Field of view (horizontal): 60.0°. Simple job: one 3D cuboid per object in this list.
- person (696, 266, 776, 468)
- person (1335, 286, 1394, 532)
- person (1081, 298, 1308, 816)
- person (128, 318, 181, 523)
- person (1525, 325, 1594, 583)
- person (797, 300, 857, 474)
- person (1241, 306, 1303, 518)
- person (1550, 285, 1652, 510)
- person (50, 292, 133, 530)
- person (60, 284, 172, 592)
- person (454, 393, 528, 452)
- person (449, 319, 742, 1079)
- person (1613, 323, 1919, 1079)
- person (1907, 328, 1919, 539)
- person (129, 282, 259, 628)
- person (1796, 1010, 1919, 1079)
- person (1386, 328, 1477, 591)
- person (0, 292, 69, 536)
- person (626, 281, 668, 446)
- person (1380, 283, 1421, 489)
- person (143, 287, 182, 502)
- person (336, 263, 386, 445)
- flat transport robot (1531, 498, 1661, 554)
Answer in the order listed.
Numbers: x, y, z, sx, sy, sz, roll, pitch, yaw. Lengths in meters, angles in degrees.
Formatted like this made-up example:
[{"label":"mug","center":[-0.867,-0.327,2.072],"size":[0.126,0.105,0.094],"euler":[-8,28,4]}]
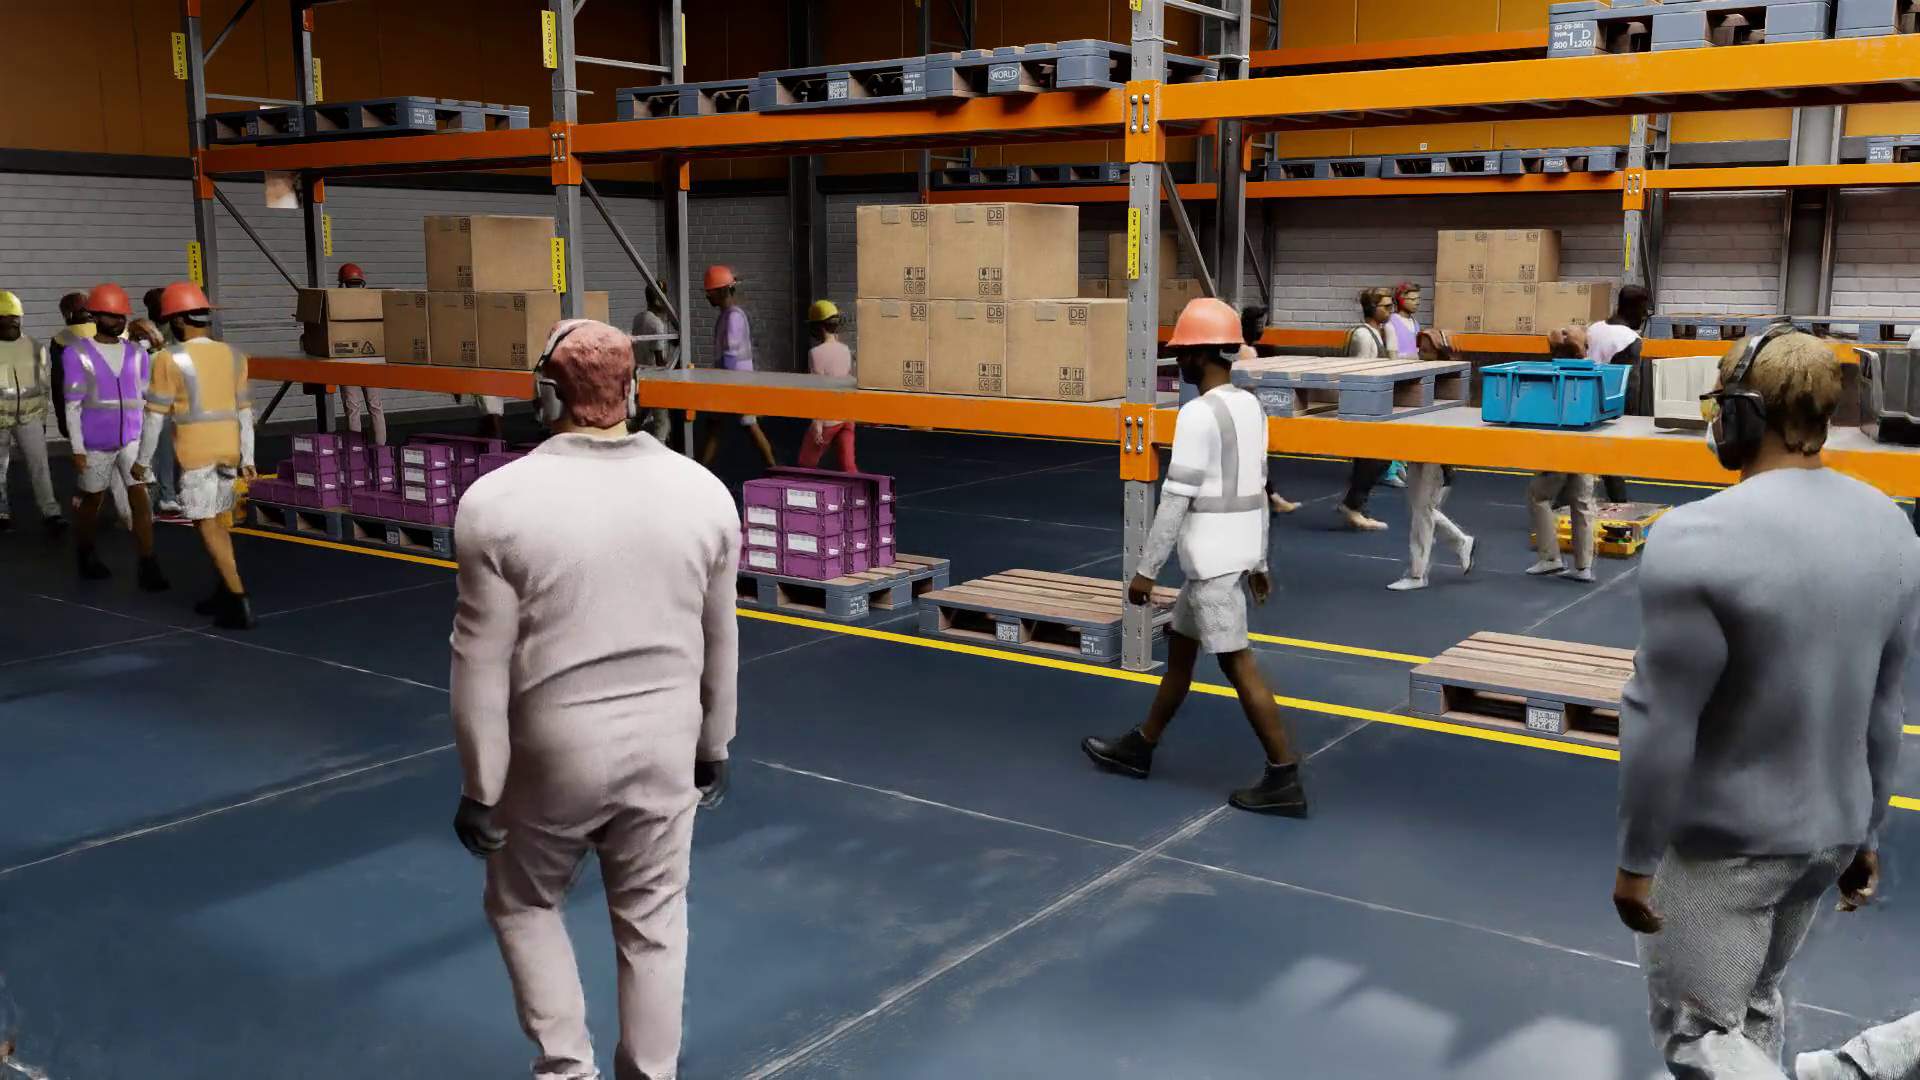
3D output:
[{"label":"person","center":[-1.994,-1.322,14.103],"size":[1.092,1.969,0.625],"euler":[-3,10,-16]},{"label":"person","center":[3.058,-0.958,12.350],"size":[0.400,1.835,0.537],"euler":[4,10,20]},{"label":"person","center":[0.903,0.054,6.192],"size":[0.982,1.887,0.553],"euler":[5,11,28]},{"label":"person","center":[-6.343,-0.957,13.094],"size":[0.535,1.589,0.708],"euler":[-8,12,-39]},{"label":"person","center":[3.801,-0.540,10.501],"size":[0.564,1.615,0.523],"euler":[-7,12,-35]},{"label":"person","center":[-1.021,-0.854,12.027],"size":[0.795,1.734,0.546],"euler":[6,11,30]},{"label":"person","center":[2.325,-1.000,13.100],"size":[0.838,1.652,0.549],"euler":[2,10,14]},{"label":"person","center":[4.750,-0.940,12.215],"size":[0.853,1.848,0.639],"euler":[0,10,-1]},{"label":"person","center":[-6.580,-0.973,12.617],"size":[0.960,1.777,0.684],"euler":[5,11,27]},{"label":"person","center":[-5.299,-0.645,10.366],"size":[1.009,1.890,0.555],"euler":[8,12,39]},{"label":"person","center":[-4.044,-1.408,14.554],"size":[1.012,1.991,0.634],"euler":[7,12,35]},{"label":"person","center":[-0.808,0.465,3.691],"size":[0.671,1.894,0.448],"euler":[-6,11,-32]},{"label":"person","center":[1.534,0.567,3.072],"size":[0.632,1.922,0.775],"euler":[-4,10,-23]},{"label":"person","center":[5.841,-0.611,9.679],"size":[0.682,2.000,0.537],"euler":[5,11,26]},{"label":"person","center":[-4.156,-0.458,9.170],"size":[0.665,1.903,0.561],"euler":[4,10,24]},{"label":"person","center":[2.246,0.596,3.470],"size":[0.743,1.716,0.481],"euler":[5,11,29]},{"label":"person","center":[2.946,-0.497,10.253],"size":[0.631,1.617,0.517],"euler":[-3,10,-17]},{"label":"person","center":[-6.920,-0.904,12.171],"size":[0.920,1.785,0.598],"euler":[9,13,42]},{"label":"person","center":[-2.846,-1.384,14.879],"size":[0.535,1.846,0.761],"euler":[-7,12,-37]},{"label":"person","center":[3.915,-1.356,14.738],"size":[0.460,1.827,0.572],"euler":[9,13,44]},{"label":"person","center":[-6.617,-1.179,13.768],"size":[0.653,1.804,0.733],"euler":[7,12,38]},{"label":"person","center":[-5.895,-1.693,16.257],"size":[0.379,1.996,0.610],"euler":[8,12,40]},{"label":"flat transport robot","center":[4.663,-0.116,11.991],"size":[0.652,0.197,1.431],"euler":[7,12,35]}]
